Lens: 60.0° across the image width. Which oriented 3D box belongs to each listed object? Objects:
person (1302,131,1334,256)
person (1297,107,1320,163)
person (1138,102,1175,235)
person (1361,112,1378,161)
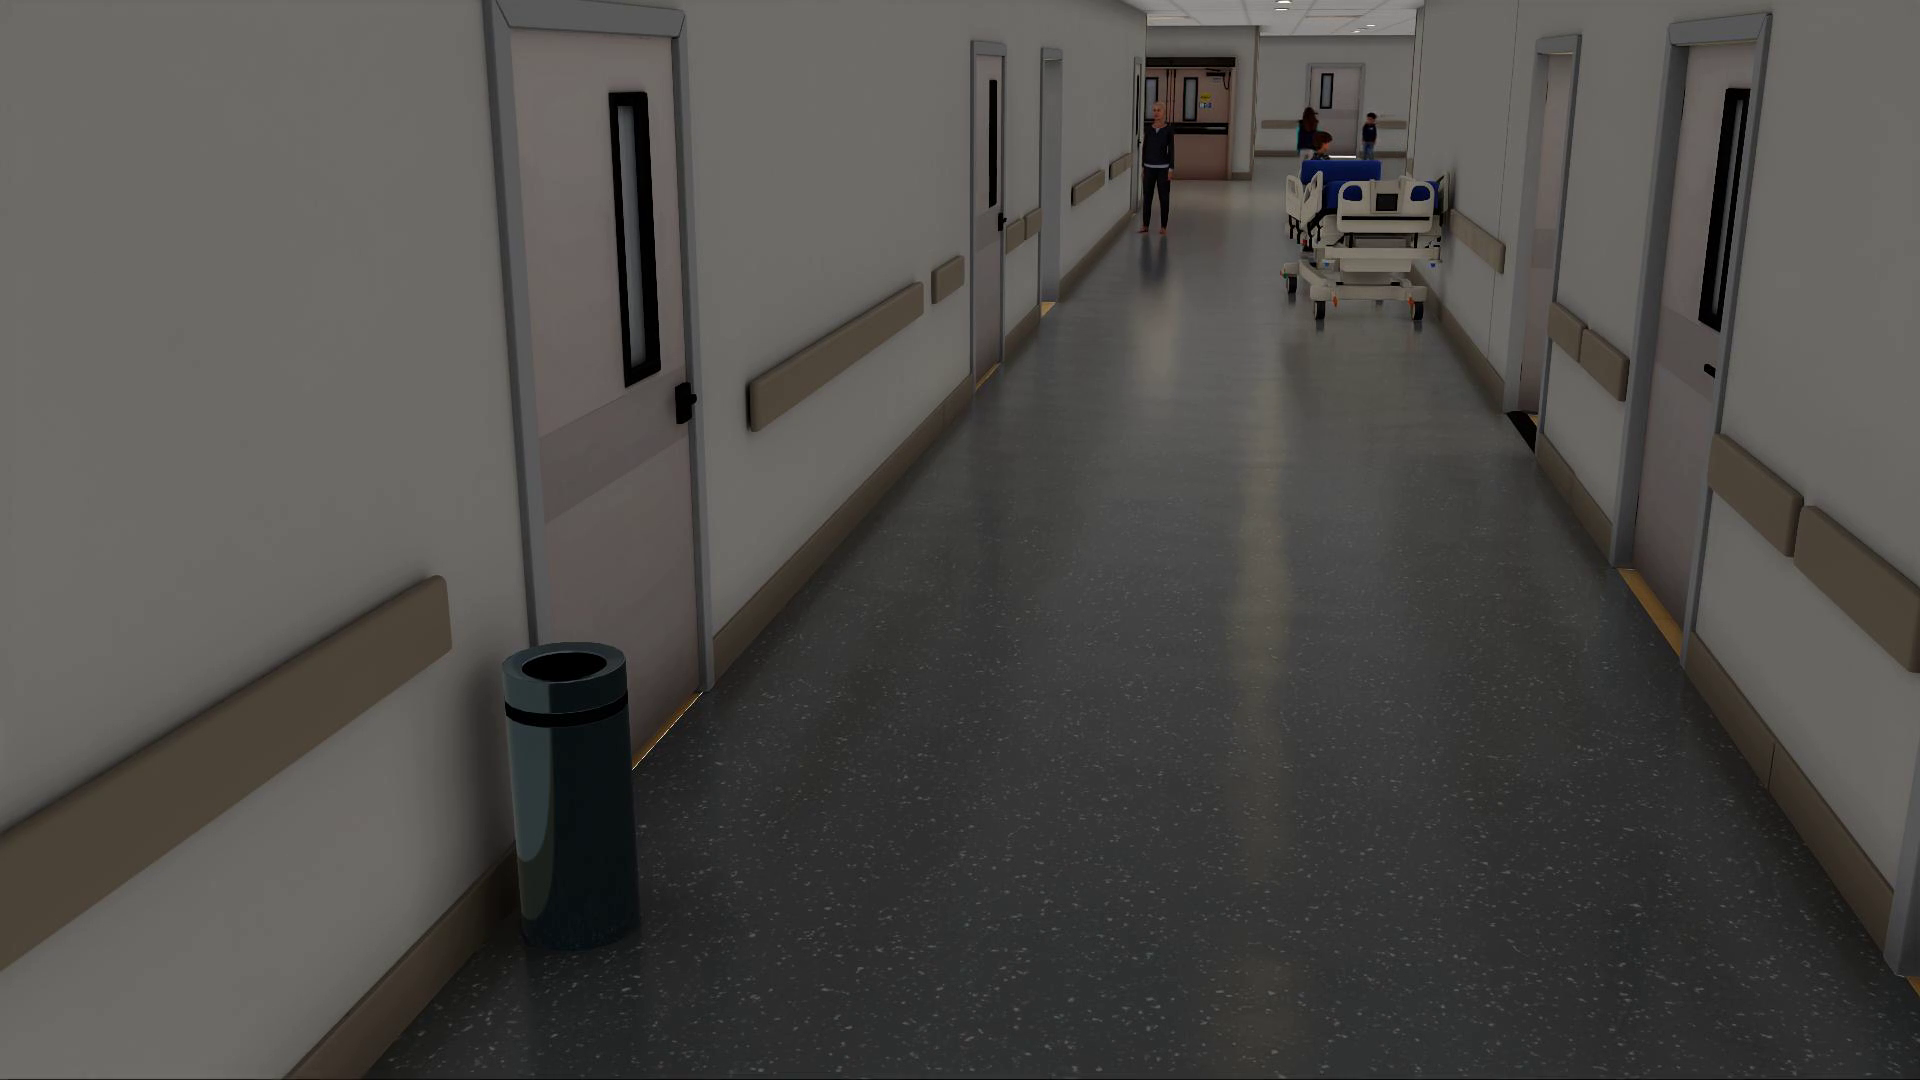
[{"bbox_3d":[4.262,-4.130,19.795,0.602,1.439,0.588,-6,17,-19],"label":"person"},{"bbox_3d":[6.344,-7.134,30.347,0.671,1.495,0.702,6,17,21],"label":"person"},{"bbox_3d":[2.667,-5.040,22.493,0.538,1.726,0.712,7,17,23],"label":"person"},{"bbox_3d":[9.320,-9.080,37.785,0.751,1.205,0.763,12,20,36],"label":"person"}]
